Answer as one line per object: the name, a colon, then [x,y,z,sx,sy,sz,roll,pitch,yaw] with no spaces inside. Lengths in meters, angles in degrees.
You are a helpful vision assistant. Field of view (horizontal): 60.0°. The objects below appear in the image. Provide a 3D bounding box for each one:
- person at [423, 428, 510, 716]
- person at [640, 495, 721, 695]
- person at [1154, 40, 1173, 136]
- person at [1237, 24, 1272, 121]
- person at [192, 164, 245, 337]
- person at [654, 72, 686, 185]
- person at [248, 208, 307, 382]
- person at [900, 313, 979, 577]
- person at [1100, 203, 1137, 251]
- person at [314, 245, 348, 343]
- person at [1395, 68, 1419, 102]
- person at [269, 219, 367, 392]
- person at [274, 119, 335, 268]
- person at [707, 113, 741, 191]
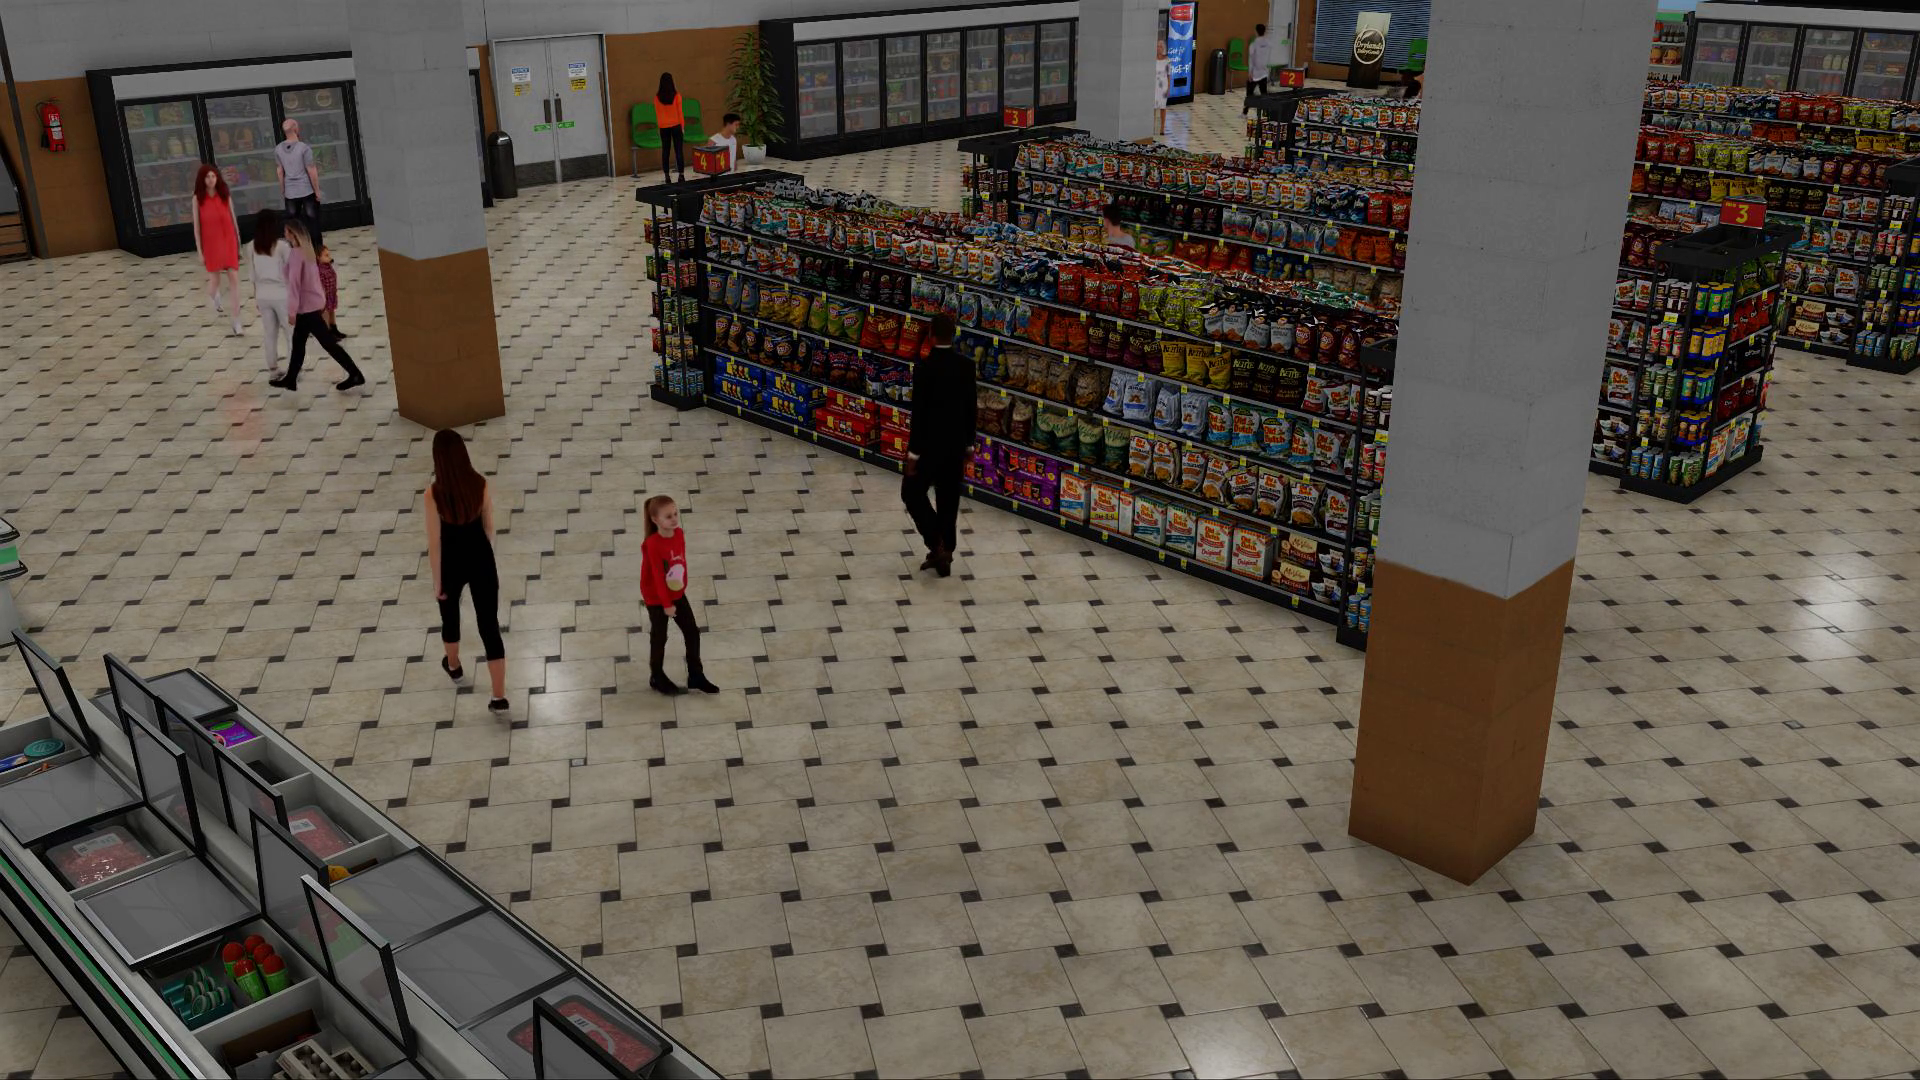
person: [-2.843,0.227,9.697,0.798,1.683,1.230,-12,25,-27]
person: [-1.806,0.335,9.987,0.717,1.266,0.562,14,26,32]
person: [3.772,-8.559,31.475,0.614,1.749,0.706,4,22,11]
person: [5.939,-9.143,32.753,1.004,1.879,1.349,-10,24,-23]
person: [-7.947,-3.110,17.831,0.719,1.808,1.024,-14,26,-32]
person: [-4.601,-6.546,26.464,0.670,1.748,0.769,5,22,11]
person: [-6.621,-2.361,16.137,0.712,1.682,0.788,1,22,3]
person: [-0.105,-0.617,11.515,0.835,1.892,0.851,-12,25,-27]
person: [1.509,-2.202,15.537,0.690,1.835,0.715,-16,27,-35]
person: [-6.738,-2.639,17.716,0.554,1.022,0.503,3,22,8]
person: [7.357,-6.946,27.556,0.698,1.678,0.702,-6,23,-15]
person: [-6.064,-2.174,15.733,1.150,1.638,1.167,-3,22,-6]
person: [-8.295,-4.367,20.922,0.728,1.838,0.819,3,22,7]
person: [-3.194,-4.735,21.960,0.846,1.747,0.779,20,29,40]
